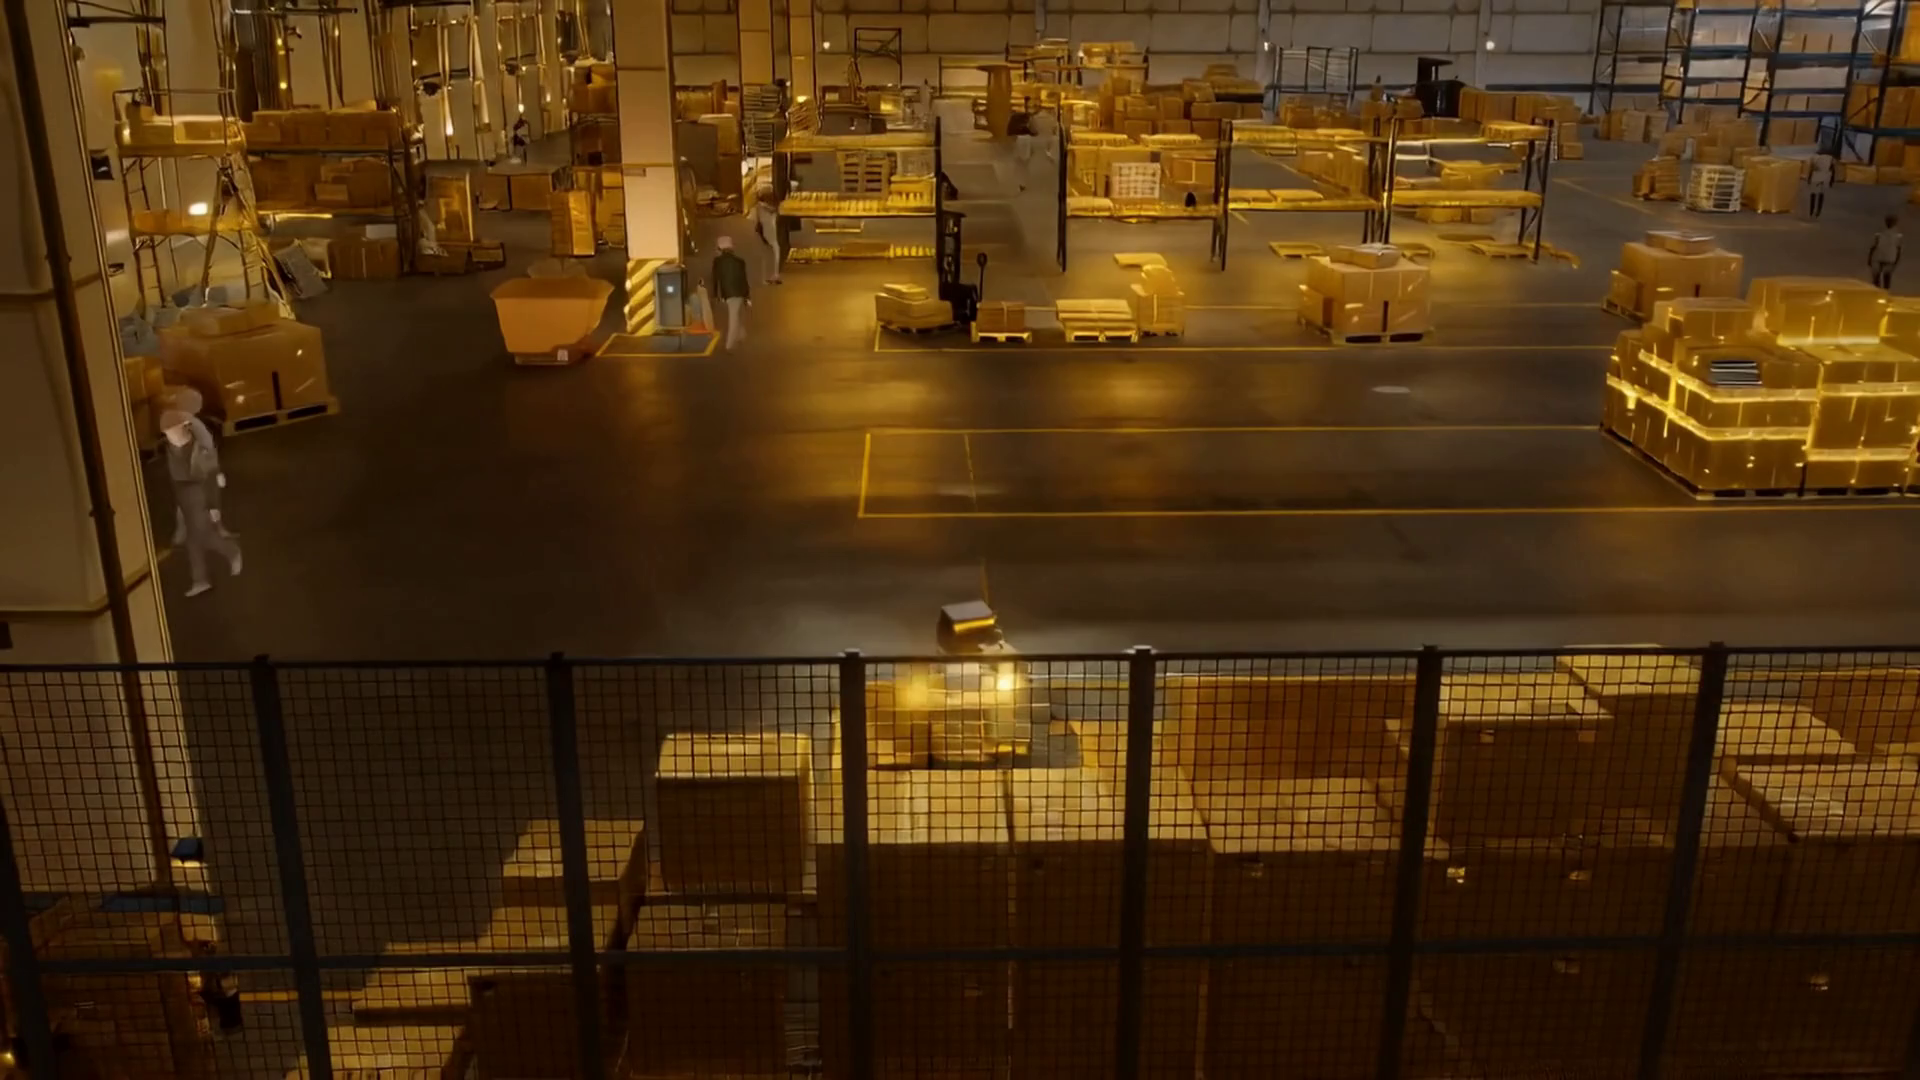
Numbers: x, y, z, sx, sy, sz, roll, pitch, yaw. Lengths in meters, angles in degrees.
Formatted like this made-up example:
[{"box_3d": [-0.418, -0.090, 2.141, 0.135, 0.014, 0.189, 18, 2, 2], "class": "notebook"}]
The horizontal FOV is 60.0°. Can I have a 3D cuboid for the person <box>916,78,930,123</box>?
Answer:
[{"box_3d": [-1.543, -18.735, 70.951, 0.728, 1.907, 0.585, -10, 21, -28], "class": "person"}]

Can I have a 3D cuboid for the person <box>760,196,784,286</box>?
[{"box_3d": [-3.820, -5.968, 33.203, 0.544, 1.820, 0.556, 12, 22, 31], "class": "person"}]

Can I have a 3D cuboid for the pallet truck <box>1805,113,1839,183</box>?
[{"box_3d": [26.403, -11.957, 50.702, 0.823, 1.965, 1.885, 6, 19, 16], "class": "pallet truck"}]

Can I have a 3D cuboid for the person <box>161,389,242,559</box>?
[{"box_3d": [-8.175, -0.714, 17.669, 0.620, 1.803, 0.888, 16, 24, 38], "class": "person"}]

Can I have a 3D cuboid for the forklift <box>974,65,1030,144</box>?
[{"box_3d": [1.597, -16.375, 62.448, 1.873, 2.768, 1.129, -10, 21, -27], "class": "forklift"}]

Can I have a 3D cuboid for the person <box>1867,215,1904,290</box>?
[{"box_3d": [17.480, -5.303, 31.455, 0.547, 1.681, 0.368, 6, 19, 17], "class": "person"}]

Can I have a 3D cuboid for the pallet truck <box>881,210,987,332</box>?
[{"box_3d": [-0.493, -4.759, 29.349, 1.885, 1.965, 0.823, -13, 23, -34], "class": "pallet truck"}]

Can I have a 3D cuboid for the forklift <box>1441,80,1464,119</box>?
[{"box_3d": [15.644, -13.239, 53.146, 1.873, 2.768, 1.129, -1, 19, -1], "class": "forklift"}]

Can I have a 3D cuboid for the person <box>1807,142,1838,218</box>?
[{"box_3d": [22.169, -9.258, 42.806, 0.623, 1.940, 0.896, 9, 21, 25], "class": "person"}]

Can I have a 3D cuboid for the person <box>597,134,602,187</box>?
[{"box_3d": [-10.507, -11.463, 49.484, 0.584, 1.851, 0.955, 5, 19, 15], "class": "person"}]

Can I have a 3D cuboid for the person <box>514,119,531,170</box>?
[{"box_3d": [-14.164, -12.838, 53.937, 0.524, 1.597, 0.856, -4, 19, -12], "class": "person"}]

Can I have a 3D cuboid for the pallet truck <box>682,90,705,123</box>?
[{"box_3d": [-9.671, -15.907, 62.421, 0.823, 1.965, 1.885, 5, 19, 15], "class": "pallet truck"}]

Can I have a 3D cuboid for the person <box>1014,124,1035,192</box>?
[{"box_3d": [1.851, -11.046, 48.118, 0.649, 1.919, 0.446, -7, 20, -19], "class": "person"}]

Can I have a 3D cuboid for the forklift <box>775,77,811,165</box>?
[{"box_3d": [-5.920, -13.893, 55.085, 1.873, 2.768, 1.129, -1, 19, -1], "class": "forklift"}]

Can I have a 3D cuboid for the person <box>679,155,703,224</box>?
[{"box_3d": [-6.781, -8.758, 41.630, 0.502, 1.715, 0.605, -18, 25, -42], "class": "person"}]

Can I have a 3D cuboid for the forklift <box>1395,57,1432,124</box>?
[{"box_3d": [19.108, -18.499, 68.749, 1.873, 2.768, 1.129, -1, 19, -1], "class": "forklift"}]

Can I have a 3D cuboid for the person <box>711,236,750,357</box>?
[{"box_3d": [-3.759, -4.037, 27.314, 0.607, 1.939, 1.060, 8, 20, 23], "class": "person"}]

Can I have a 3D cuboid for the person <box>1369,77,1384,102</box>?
[{"box_3d": [17.796, -18.815, 71.147, 0.636, 1.938, 0.357, -1, 19, -2], "class": "person"}]

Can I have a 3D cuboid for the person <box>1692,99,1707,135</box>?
[{"box_3d": [26.048, -14.653, 58.909, 0.976, 1.852, 0.676, -7, 20, -20], "class": "person"}]

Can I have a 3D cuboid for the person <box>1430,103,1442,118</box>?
[{"box_3d": [15.822, -13.449, 55.134, 0.611, 1.995, 0.380, -1, 19, -2], "class": "person"}]

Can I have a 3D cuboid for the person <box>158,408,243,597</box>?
[{"box_3d": [-7.605, -0.418, 16.622, 0.611, 1.898, 0.673, 5, 19, 14], "class": "person"}]
